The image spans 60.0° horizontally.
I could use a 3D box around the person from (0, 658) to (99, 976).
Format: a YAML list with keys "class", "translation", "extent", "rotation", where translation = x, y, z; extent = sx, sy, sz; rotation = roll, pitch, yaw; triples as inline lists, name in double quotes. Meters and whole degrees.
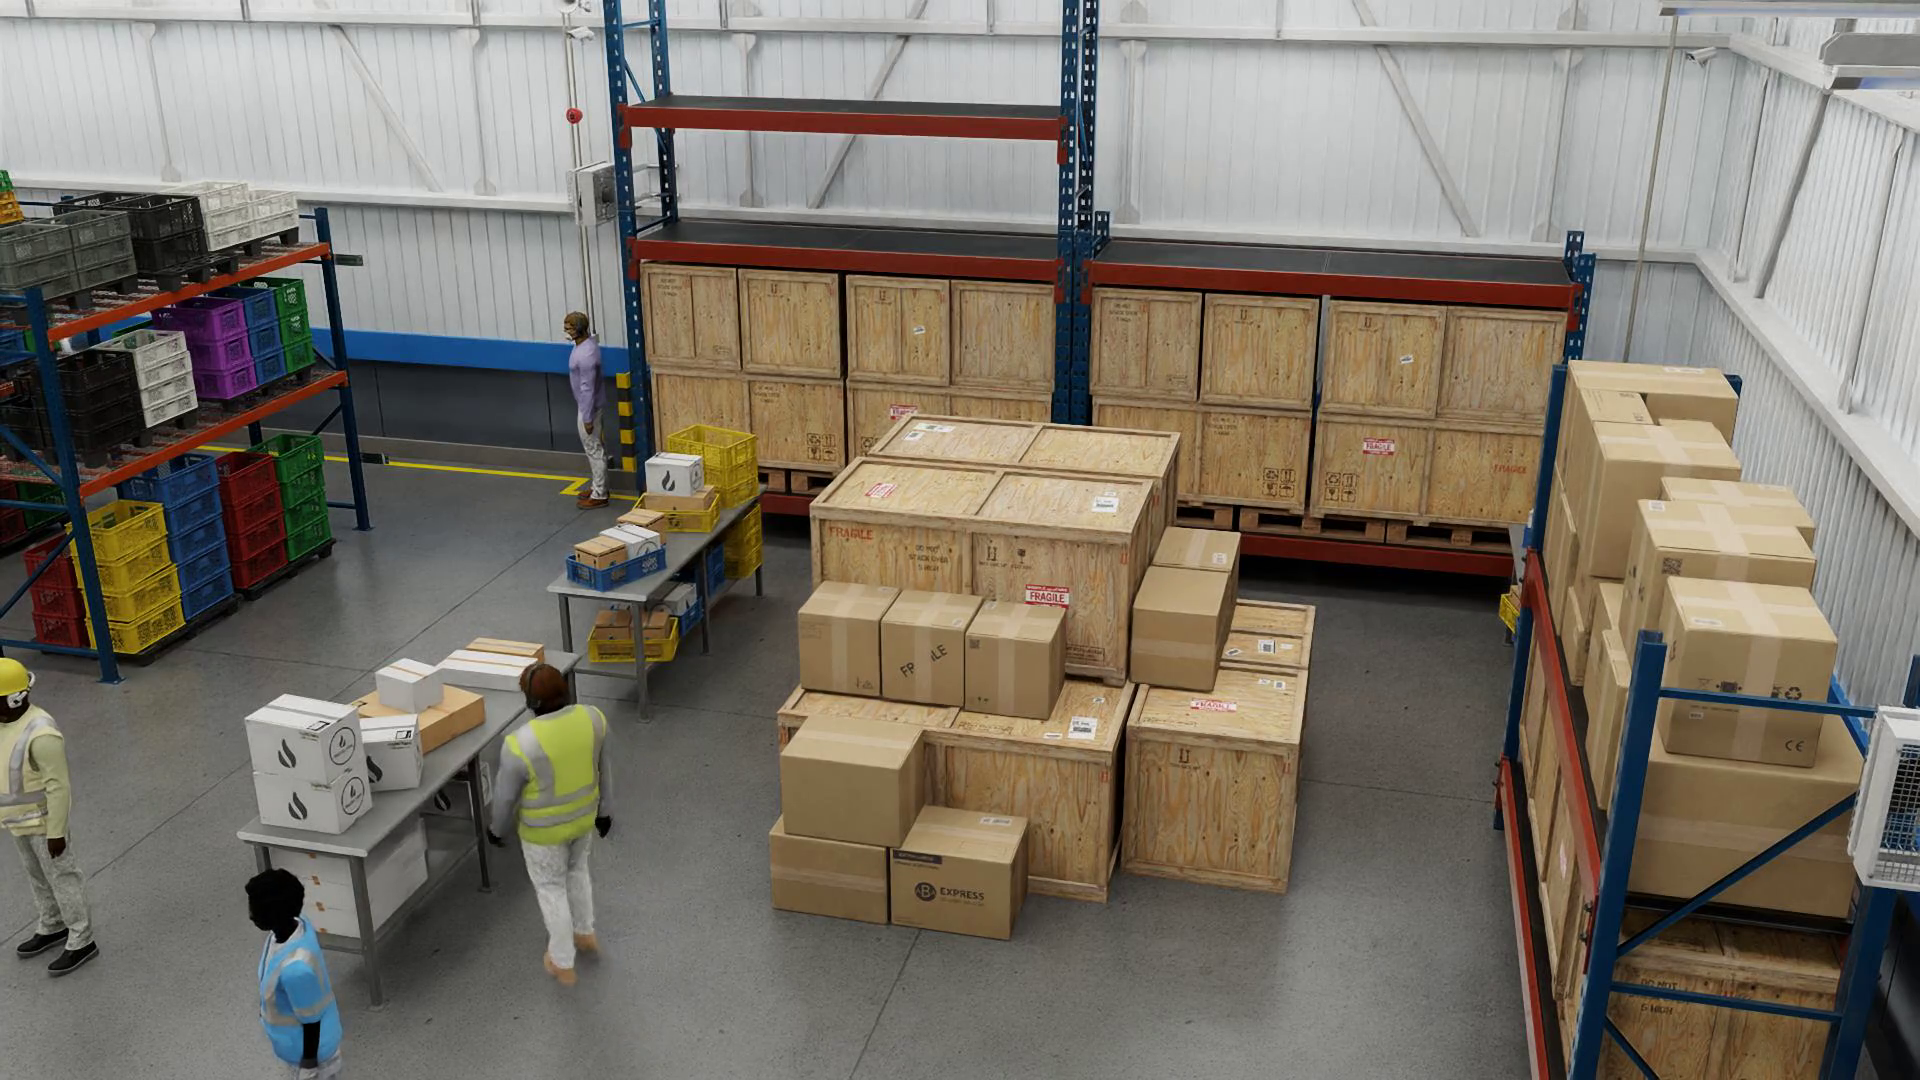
- class: "person"
  translation: [-5.012, 1.475, 8.977]
  extent: [0.590, 1.833, 0.404]
  rotation: [14, 25, 32]

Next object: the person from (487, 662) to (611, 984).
- class: "person"
  translation: [-2.183, 1.501, 8.916]
  extent: [0.507, 1.837, 0.634]
  rotation: [16, 26, 36]

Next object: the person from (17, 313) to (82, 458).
- class: "person"
  translation: [-9.578, -1.733, 17.420]
  extent: [1.067, 1.808, 0.581]
  rotation: [12, 24, 28]

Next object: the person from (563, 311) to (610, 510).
- class: "person"
  translation: [-3.573, -1.256, 15.991]
  extent: [0.374, 1.933, 0.625]
  rotation: [-4, 21, -11]

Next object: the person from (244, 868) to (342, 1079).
- class: "person"
  translation: [-2.880, 2.187, 7.299]
  extent: [0.316, 1.696, 0.541]
  rotation: [-10, 23, -24]
